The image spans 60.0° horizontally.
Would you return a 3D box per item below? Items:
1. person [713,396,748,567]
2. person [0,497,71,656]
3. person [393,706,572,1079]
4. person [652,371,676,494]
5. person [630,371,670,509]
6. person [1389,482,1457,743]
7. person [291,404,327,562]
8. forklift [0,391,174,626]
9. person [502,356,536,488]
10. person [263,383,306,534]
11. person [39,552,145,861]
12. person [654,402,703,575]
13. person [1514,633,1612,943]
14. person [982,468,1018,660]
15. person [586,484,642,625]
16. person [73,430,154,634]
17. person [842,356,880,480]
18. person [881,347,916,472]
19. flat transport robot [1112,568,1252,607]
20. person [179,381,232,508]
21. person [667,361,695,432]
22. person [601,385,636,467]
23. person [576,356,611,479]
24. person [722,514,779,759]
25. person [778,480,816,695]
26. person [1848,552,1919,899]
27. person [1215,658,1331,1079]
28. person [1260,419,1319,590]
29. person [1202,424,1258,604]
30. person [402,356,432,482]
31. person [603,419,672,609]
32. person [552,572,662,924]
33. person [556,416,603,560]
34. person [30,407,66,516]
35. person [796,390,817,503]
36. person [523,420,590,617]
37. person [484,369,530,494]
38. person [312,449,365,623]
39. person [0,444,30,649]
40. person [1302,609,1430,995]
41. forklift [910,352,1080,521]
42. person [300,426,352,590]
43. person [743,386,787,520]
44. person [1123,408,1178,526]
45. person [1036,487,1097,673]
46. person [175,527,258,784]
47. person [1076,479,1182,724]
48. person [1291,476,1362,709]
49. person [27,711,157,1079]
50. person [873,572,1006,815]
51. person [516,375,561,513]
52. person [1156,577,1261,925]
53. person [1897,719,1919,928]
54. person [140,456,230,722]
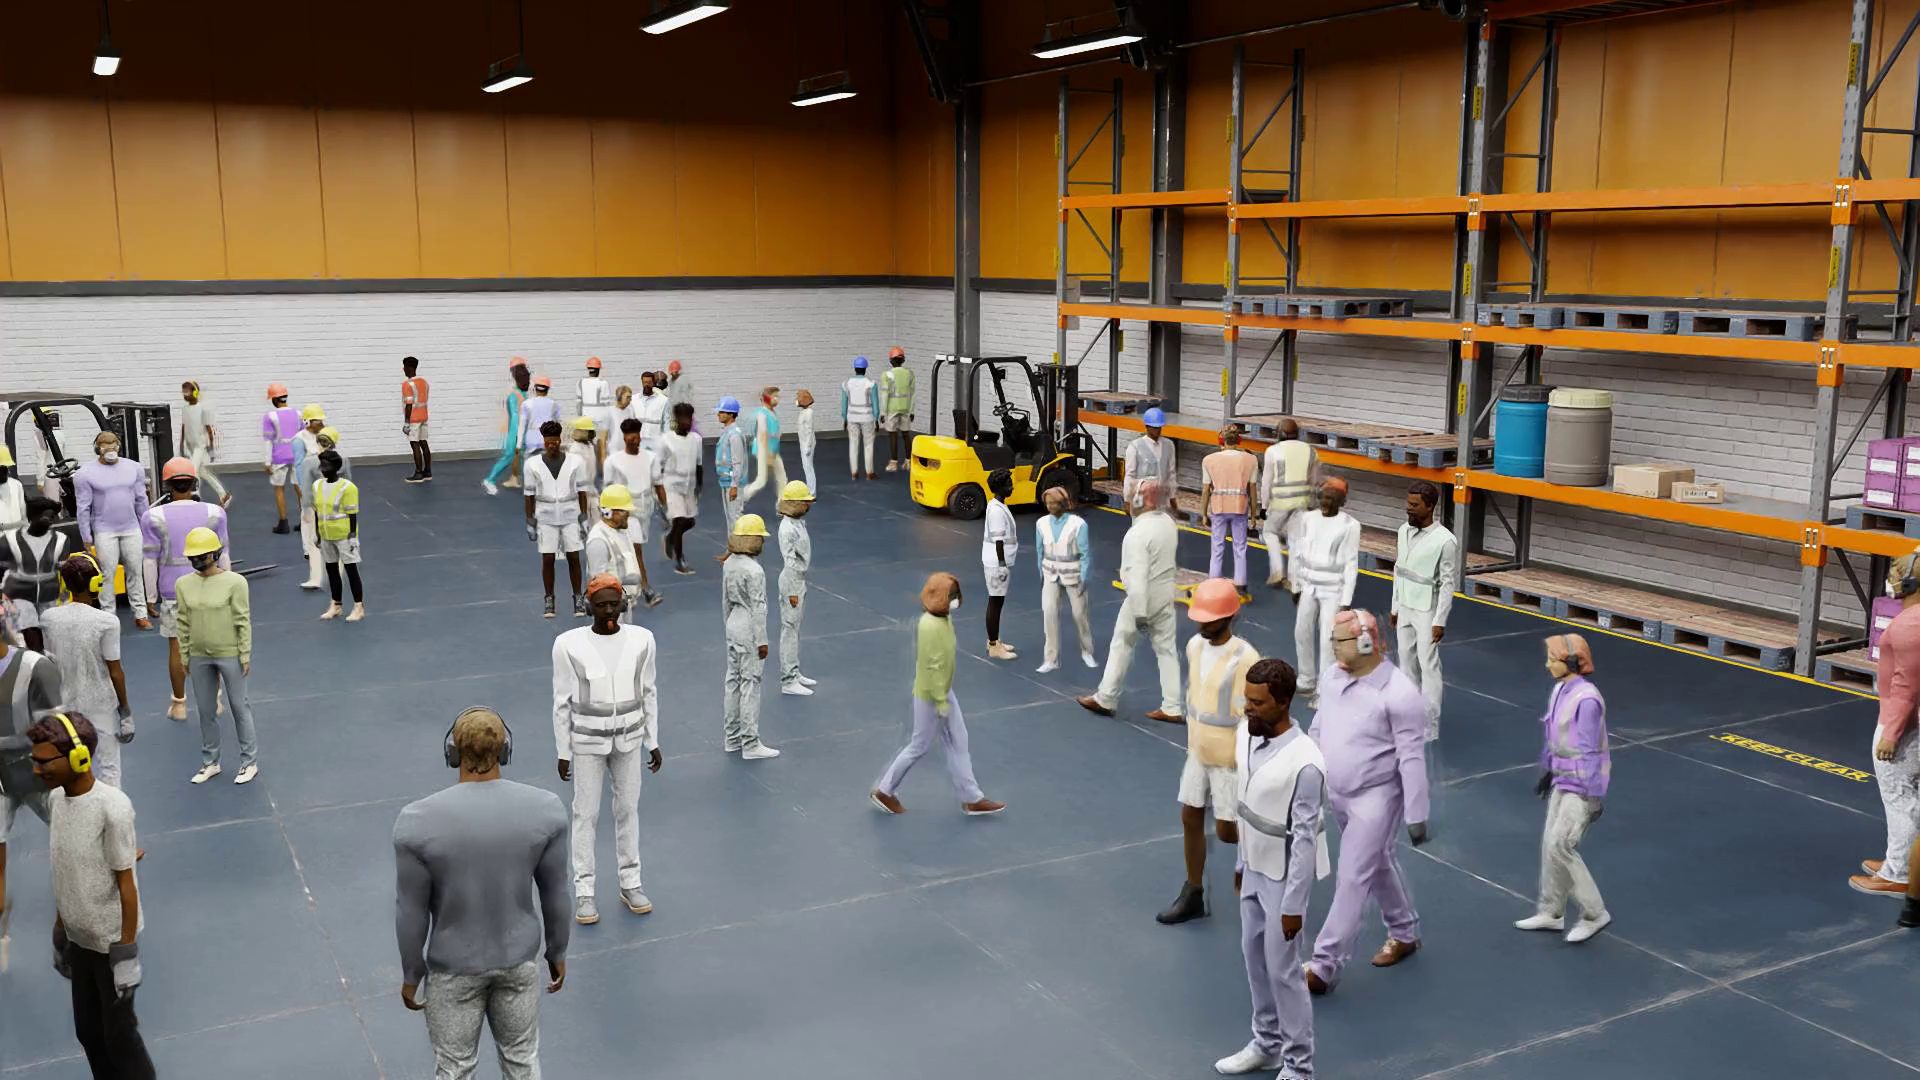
[{"bbox_3d":[-2.605,-0.666,18.957,0.384,1.951,0.605,-3,10,-19],"label":"person"},{"bbox_3d":[-7.406,0.465,13.311,0.578,1.634,0.858,-10,14,-44],"label":"person"},{"bbox_3d":[-1.760,1.566,6.191,0.636,1.928,0.385,-5,11,-27],"label":"person"},{"bbox_3d":[-4.390,-1.561,24.422,0.429,1.844,0.627,-6,11,-30],"label":"person"},{"bbox_3d":[-4.335,-1.398,23.257,0.591,1.922,0.392,1,10,8],"label":"person"},{"bbox_3d":[3.381,0.524,12.199,0.392,1.919,0.590,-4,11,-24],"label":"person"},{"bbox_3d":[-7.454,-0.663,19.274,0.404,1.834,0.591,3,10,15],"label":"person"},{"bbox_3d":[-9.026,-0.363,16.508,1.214,2.155,2.313,6,11,29],"label":"forklift"},{"bbox_3d":[-6.555,-1.764,25.134,0.783,2.010,0.607,5,11,26],"label":"person"},{"bbox_3d":[-8.560,-1.041,21.188,0.422,1.924,0.636,9,13,42],"label":"person"},{"bbox_3d":[-5.047,0.999,9.650,0.514,1.859,0.321,2,10,10],"label":"person"},{"bbox_3d":[-3.197,-0.600,18.639,0.610,1.940,0.717,-10,14,-44],"label":"person"},{"bbox_3d":[3.181,1.289,8.622,0.505,1.625,0.569,1,10,6],"label":"person"},{"bbox_3d":[0.352,0.204,14.678,0.318,1.697,0.535,0,10,-1],"label":"person"},{"bbox_3d":[-2.653,0.469,12.803,0.403,1.818,0.605,1,10,7],"label":"person"},{"bbox_3d":[-7.935,-0.072,15.618,0.376,1.929,0.635,9,13,42],"label":"person"},{"bbox_3d":[-1.544,-1.901,26.076,0.611,1.944,0.402,3,10,15],"label":"person"},{"bbox_3d":[-1.023,-2.128,27.116,0.614,2.039,0.395,-6,11,-31],"label":"person"},{"bbox_3d":[2.289,0.469,17.254,0.652,0.197,1.431,-7,12,-34],"label":"flat transport robot"},{"bbox_3d":[-10.464,-1.282,22.867,0.530,1.833,0.940,5,11,27],"label":"person"},{"bbox_3d":[-4.916,-2.313,29.203,0.618,1.690,0.897,9,13,41],"label":"person"},{"bbox_3d":[-4.641,-1.189,22.389,0.761,1.814,0.546,10,14,44],"label":"person"},{"bbox_3d":[-5.759,-1.926,26.260,0.553,1.935,0.371,2,10,13],"label":"person"},{"bbox_3d":[-1.500,0.677,11.831,0.320,1.739,0.492,-7,12,-35],"label":"person"},{"bbox_3d":[-1.325,0.379,13.537,0.295,1.744,0.491,0,10,1],"label":"person"},{"bbox_3d":[5.256,1.023,9.263,0.356,1.938,0.638,9,13,42],"label":"person"},{"bbox_3d":[1.351,1.423,7.059,0.393,1.911,0.588,-3,10,-16],"label":"person"},{"bbox_3d":[3.477,-0.376,17.665,0.669,1.815,0.488,-3,10,-15],"label":"person"},{"bbox_3d":[2.740,-0.258,16.943,0.559,1.836,0.394,1,10,8],"label":"person"},{"bbox_3d":[-8.481,-1.880,25.898,0.365,1.964,0.610,2,10,14],"label":"person"},{"bbox_3d":[-3.258,-0.280,16.843,0.619,1.912,1.027,-9,13,-41],"label":"person"},{"bbox_3d":[-1.893,1.106,8.949,0.573,1.883,0.353,-5,11,-27],"label":"person"},{"bbox_3d":[-4.393,-0.590,19.272,0.915,1.705,0.496,3,10,19],"label":"person"},{"bbox_3d":[-10.901,-0.739,19.946,0.349,1.758,0.522,1,10,3],"label":"person"},{"bbox_3d":[-2.197,-1.335,23.752,0.277,1.627,0.505,-3,10,-15],"label":"person"},{"bbox_3d":[-3.953,-0.205,16.313,0.615,1.951,0.388,-3,10,-15],"label":"person"},{"bbox_3d":[-6.570,-1.590,24.533,0.969,1.863,0.612,2,10,10],"label":"person"},{"bbox_3d":[-6.041,-0.042,16.119,0.535,1.690,0.319,4,11,23],"label":"person"},{"bbox_3d":[-8.634,0.071,14.862,0.752,1.902,0.599,2,10,13],"label":"person"},{"bbox_3d":[1.938,1.261,8.156,0.989,1.850,0.660,-5,11,-25],"label":"person"},{"bbox_3d":[0.460,-1.461,22.833,2.313,2.155,1.214,-5,11,-28],"label":"forklift"},{"bbox_3d":[-6.736,-0.337,17.713,0.574,1.724,0.447,-8,12,-37],"label":"person"},{"bbox_3d":[-2.601,-1.144,22.108,0.858,1.813,0.571,3,10,15],"label":"person"},{"bbox_3d":[2.043,-0.453,17.773,0.635,1.938,0.432,-5,11,-27],"label":"person"},{"bbox_3d":[0.923,0.326,14.257,0.531,1.605,0.599,6,11,30],"label":"person"},{"bbox_3d":[-5.020,0.779,11.201,0.520,1.760,0.329,1,10,5],"label":"person"},{"bbox_3d":[1.328,0.456,12.735,0.929,1.866,0.645,8,13,38],"label":"person"},{"bbox_3d":[2.830,0.411,13.074,0.341,1.858,0.707,-7,12,-36],"label":"person"},{"bbox_3d":[-3.331,1.562,6.416,0.532,1.856,0.329,6,12,33],"label":"person"},{"bbox_3d":[-0.155,0.979,10.514,0.814,1.601,0.509,3,10,16],"label":"person"},{"bbox_3d":[-5.828,-1.327,22.972,0.640,1.875,0.861,-4,11,-21],"label":"person"},{"bbox_3d":[1.446,1.113,8.854,0.714,1.908,0.587,-6,11,-30],"label":"person"},{"bbox_3d":[5.233,1.146,8.608,0.390,1.922,0.555,-4,11,-22],"label":"person"},{"bbox_3d":[-5.913,0.375,12.742,0.611,2.032,0.411,-7,12,-34],"label":"person"}]
